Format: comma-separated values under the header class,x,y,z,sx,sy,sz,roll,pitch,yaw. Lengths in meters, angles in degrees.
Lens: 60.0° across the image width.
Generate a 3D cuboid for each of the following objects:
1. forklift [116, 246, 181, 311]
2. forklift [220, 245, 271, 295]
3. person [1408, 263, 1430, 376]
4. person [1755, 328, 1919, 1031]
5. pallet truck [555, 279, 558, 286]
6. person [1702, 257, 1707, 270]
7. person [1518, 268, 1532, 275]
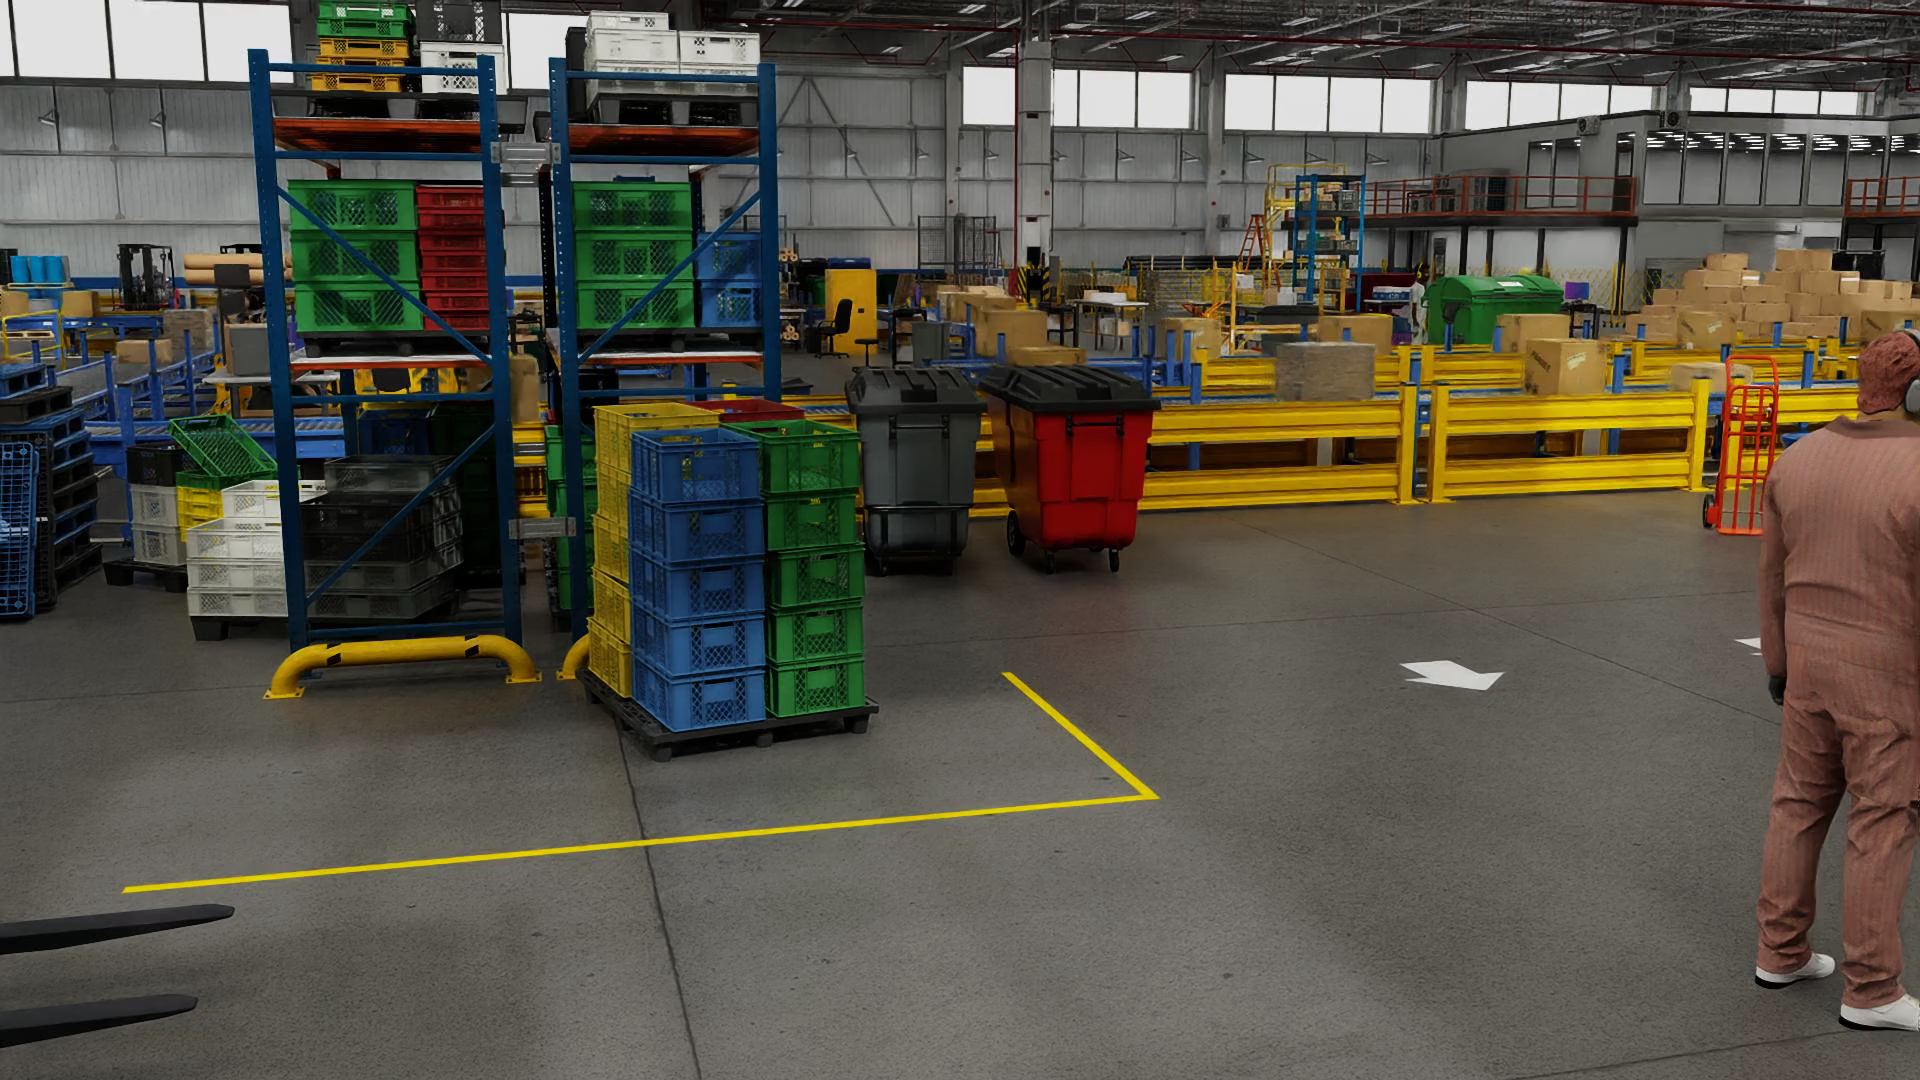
class,x,y,z,sx,sy,sz,roll,pitch,yaw
forklift,-19.966,-6.232,40.894,1.157,1.987,2.680,-3,10,-15
forklift,-17.749,-6.334,41.440,1.157,1.987,2.680,-3,10,-17
person,7.044,-3.305,25.531,0.311,1.869,0.534,5,11,25
person,2.511,0.377,4.579,0.401,1.907,0.646,-4,11,-19
pallet truck,-10.604,-6.375,44.520,0.653,1.274,1.630,-3,10,-15
person,19.420,-6.421,43.239,0.585,1.854,0.905,-1,10,-4
person,10.112,-4.024,30.000,0.867,1.725,0.528,9,14,42
